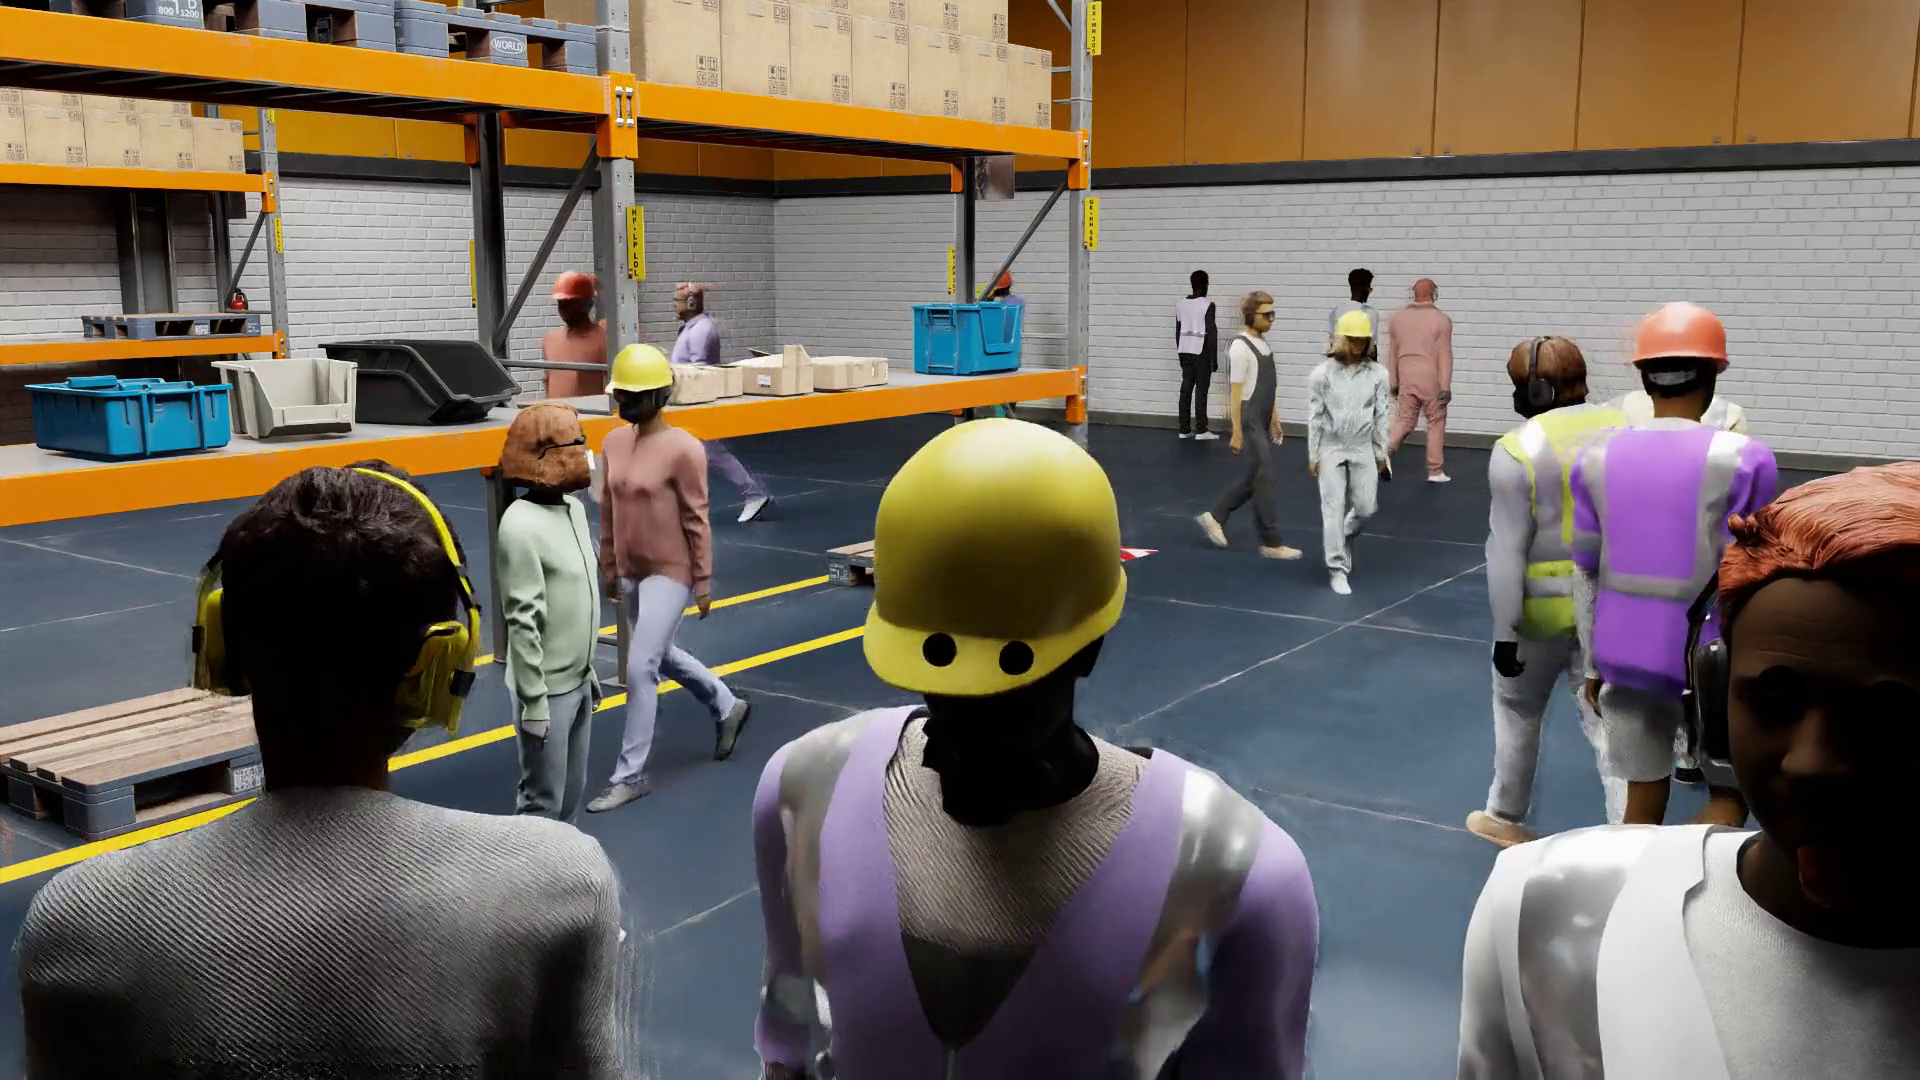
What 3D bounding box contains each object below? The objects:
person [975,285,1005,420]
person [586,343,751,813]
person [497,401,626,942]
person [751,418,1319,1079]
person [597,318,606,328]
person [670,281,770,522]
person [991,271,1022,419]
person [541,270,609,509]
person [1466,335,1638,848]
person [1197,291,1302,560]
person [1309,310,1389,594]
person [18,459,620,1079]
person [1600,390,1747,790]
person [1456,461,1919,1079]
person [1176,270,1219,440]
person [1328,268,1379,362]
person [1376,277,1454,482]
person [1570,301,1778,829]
[{"bbox_3d":[0.223,-2.078,19.284,0.728,1.734,0.542,3,10,19],"label":"person"},{"bbox_3d":[-1.111,0.106,6.344,0.530,1.733,0.840,7,12,38],"label":"person"},{"bbox_3d":[-1.139,0.423,4.717,0.272,1.636,0.507,1,10,5],"label":"person"},{"bbox_3d":[0.003,0.828,1.584,0.608,1.875,0.941,4,10,21],"label":"person"},{"bbox_3d":[-3.741,-1.868,18.182,0.531,1.698,0.320,6,11,33],"label":"person"},{"bbox_3d":[-1.957,-1.052,12.819,0.931,1.877,0.667,-3,10,-17],"label":"person"},{"bbox_3d":[0.571,-2.270,19.992,0.387,1.899,0.618,6,11,33],"label":"person"},{"bbox_3d":[-2.330,-0.709,10.482,0.622,1.972,0.823,5,11,26],"label":"person"},{"bbox_3d":[1.984,0.239,5.388,0.633,1.798,0.945,-3,10,-15],"label":"person"},{"bbox_3d":[2.001,-0.789,11.376,0.755,1.824,0.535,5,11,28],"label":"person"},{"bbox_3d":[2.367,-0.548,10.226,0.494,1.728,0.522,0,10,-2],"label":"person"},{"bbox_3d":[-0.558,0.859,1.495,0.624,1.848,0.462,-2,10,-12],"label":"person"},{"bbox_3d":[2.722,0.046,6.410,0.586,1.825,0.404,7,12,37],"label":"person"},{"bbox_3d":[0.624,0.878,1.279,0.581,1.882,0.350,6,11,33],"label":"person"},{"bbox_3d":[2.684,-2.096,18.887,0.391,1.919,0.593,-8,12,-38],"label":"person"},{"bbox_3d":[3.773,-1.622,15.949,0.372,1.958,0.607,-6,11,-30],"label":"person"},{"bbox_3d":[4.144,-1.434,15.093,0.769,1.881,0.664,-8,13,-41],"label":"person"},{"bbox_3d":[1.916,0.327,4.463,0.419,1.913,0.575,-9,13,-42],"label":"person"}]
